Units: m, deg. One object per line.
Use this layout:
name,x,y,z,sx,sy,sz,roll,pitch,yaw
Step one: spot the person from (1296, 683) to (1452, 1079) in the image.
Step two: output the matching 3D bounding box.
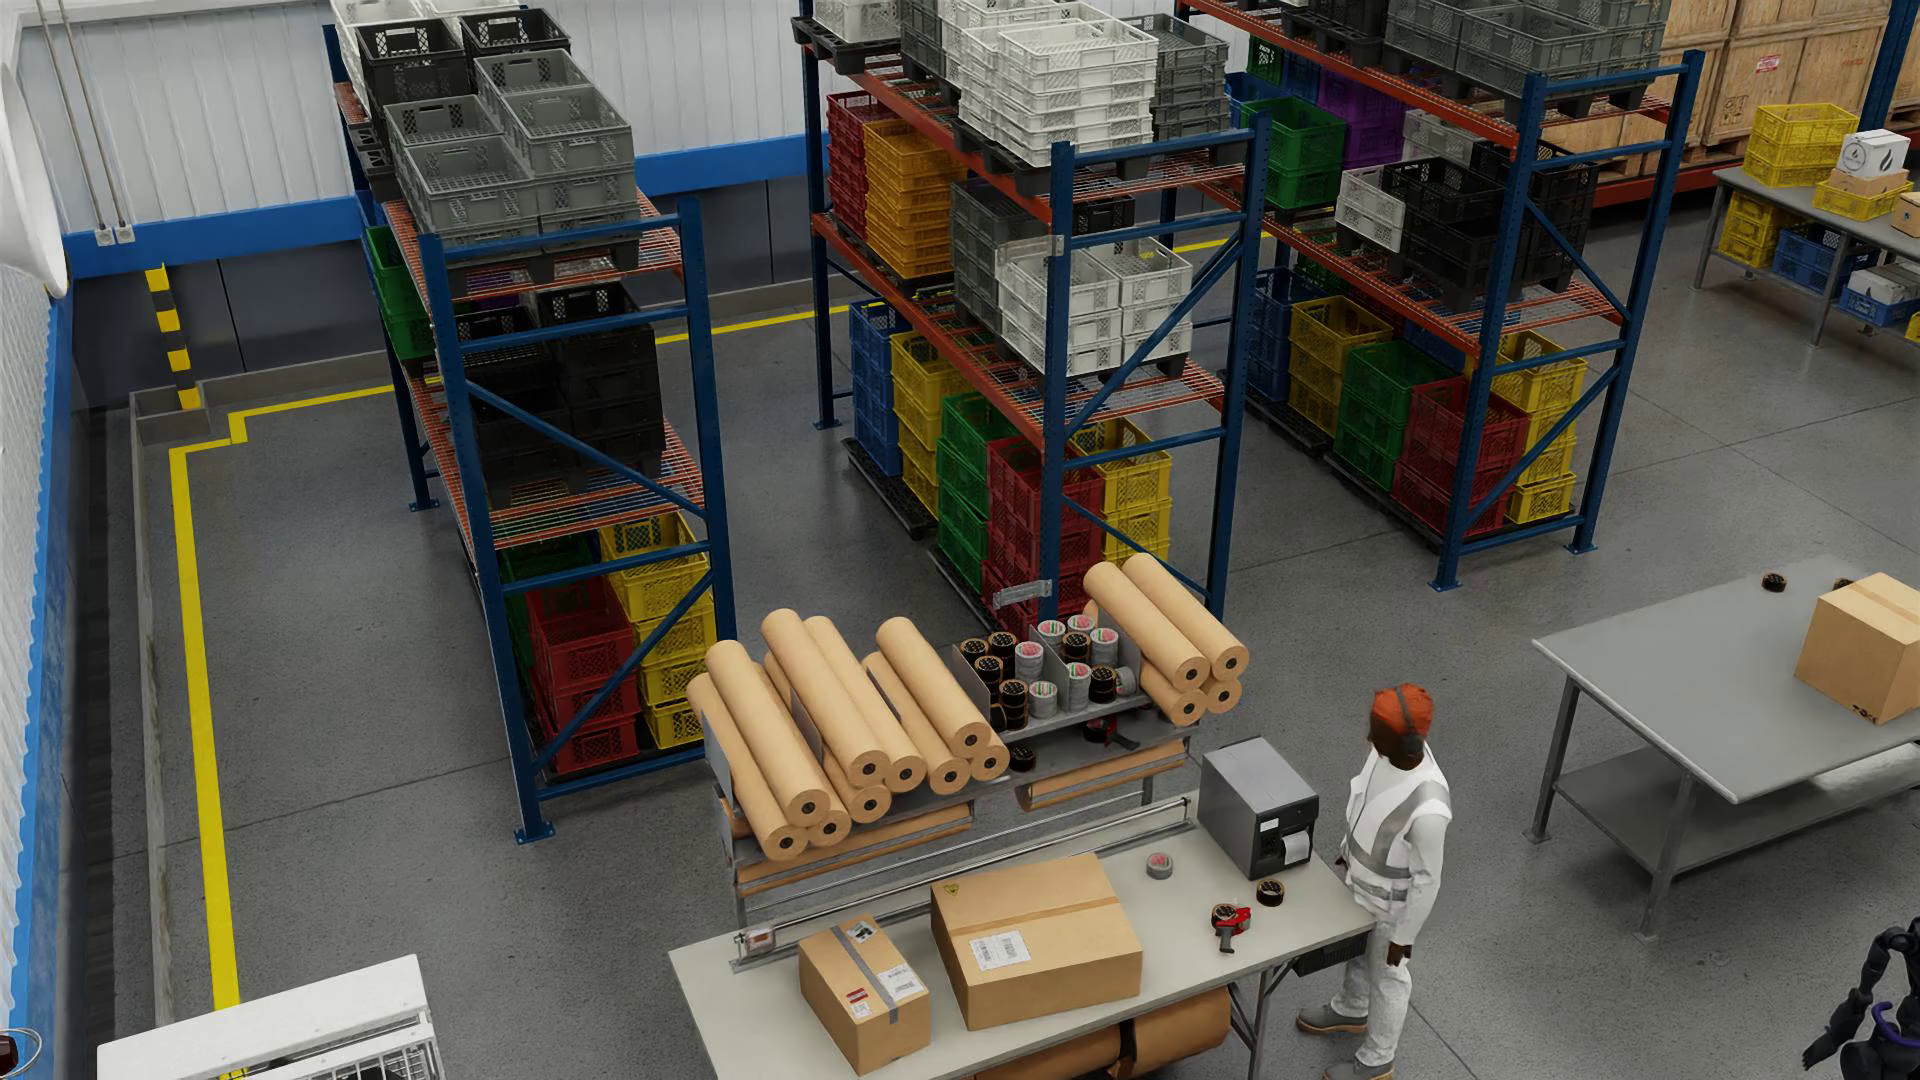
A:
person,1.595,1.317,6.302,0.361,1.873,0.573,-3,32,-5

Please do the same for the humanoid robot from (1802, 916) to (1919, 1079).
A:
humanoid robot,3.289,1.749,5.772,0.584,1.660,0.330,-1,32,-1
